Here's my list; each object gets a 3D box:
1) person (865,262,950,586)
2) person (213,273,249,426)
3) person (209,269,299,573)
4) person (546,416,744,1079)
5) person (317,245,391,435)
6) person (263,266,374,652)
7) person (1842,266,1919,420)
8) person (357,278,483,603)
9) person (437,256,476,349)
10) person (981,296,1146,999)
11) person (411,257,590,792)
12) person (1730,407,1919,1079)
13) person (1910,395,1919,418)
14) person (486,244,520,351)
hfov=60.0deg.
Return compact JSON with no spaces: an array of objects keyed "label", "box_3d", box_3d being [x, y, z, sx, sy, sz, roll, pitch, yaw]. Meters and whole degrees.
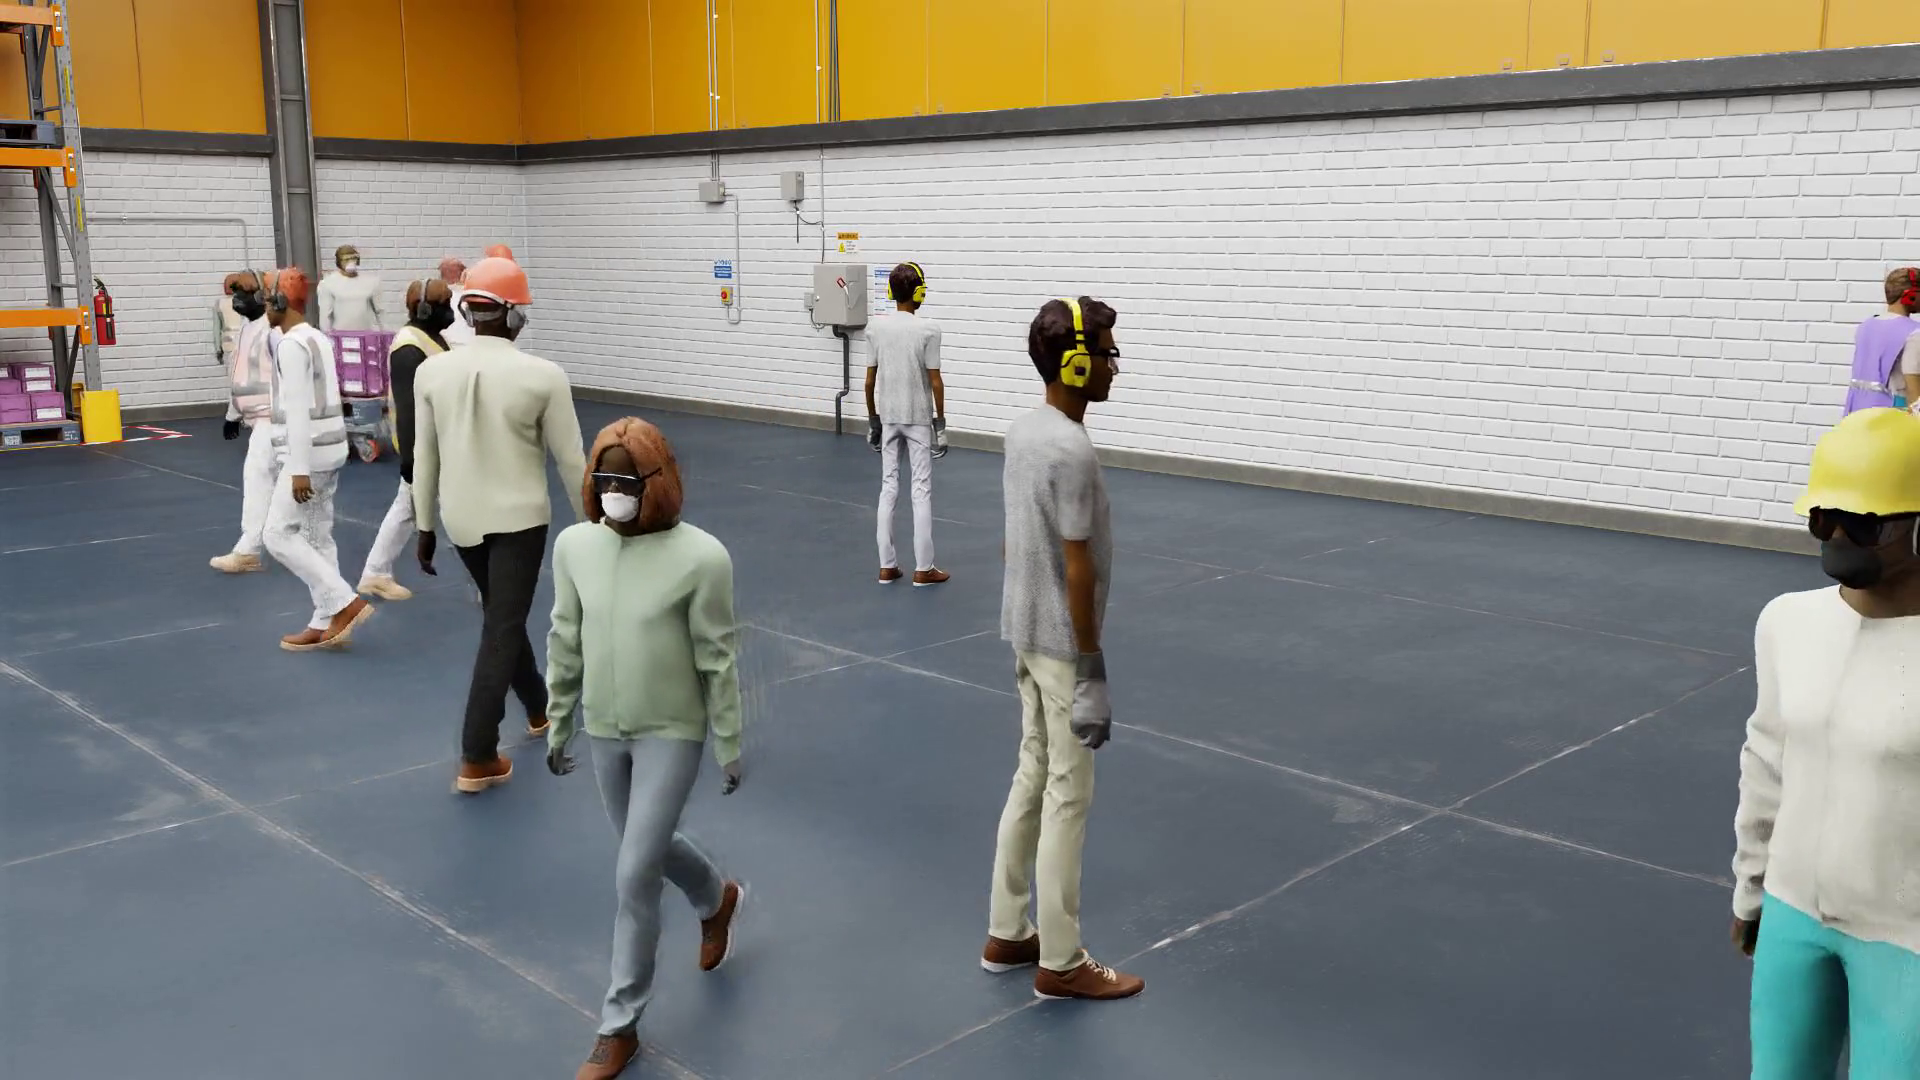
[{"label":"person","box_3d":[-0.301,-0.665,9.637,0.528,1.871,0.323,5,11,24]},{"label":"person","box_3d":[-7.679,-2.033,17.761,0.518,1.638,0.351,1,10,4]},{"label":"person","box_3d":[-4.293,-0.720,10.089,0.830,1.809,0.641,-8,13,-37]},{"label":"person","box_3d":[-0.768,0.467,4.214,0.522,1.599,0.797,4,11,22]},{"label":"person","box_3d":[-6.079,-1.992,16.744,0.720,1.926,0.388,-10,14,-43]},{"label":"person","box_3d":[-3.175,-0.376,8.051,0.406,1.872,0.605,-2,11,-9]},{"label":"person","box_3d":[5.349,-0.652,9.631,0.376,1.842,0.568,-1,10,-5]},{"label":"person","box_3d":[-2.914,-0.532,9.138,0.960,1.797,0.637,-1,10,-8]},{"label":"person","box_3d":[-4.084,-1.374,13.535,0.647,1.867,0.989,0,10,1]},{"label":"person","box_3d":[0.257,0.301,4.443,0.466,1.882,0.558,-3,11,-16]},{"label":"person","box_3d":[-1.702,-0.091,6.320,0.652,1.935,1.041,2,11,13]},{"label":"person","box_3d":[1.570,0.641,2.828,0.489,1.748,0.540,-5,11,-24]},{"label":"person","box_3d":[4.951,-0.317,8.411,0.393,1.621,0.531,3,11,15]},{"label":"person","box_3d":[-4.711,-2.066,17.120,1.077,1.927,0.596,5,11,25]}]
